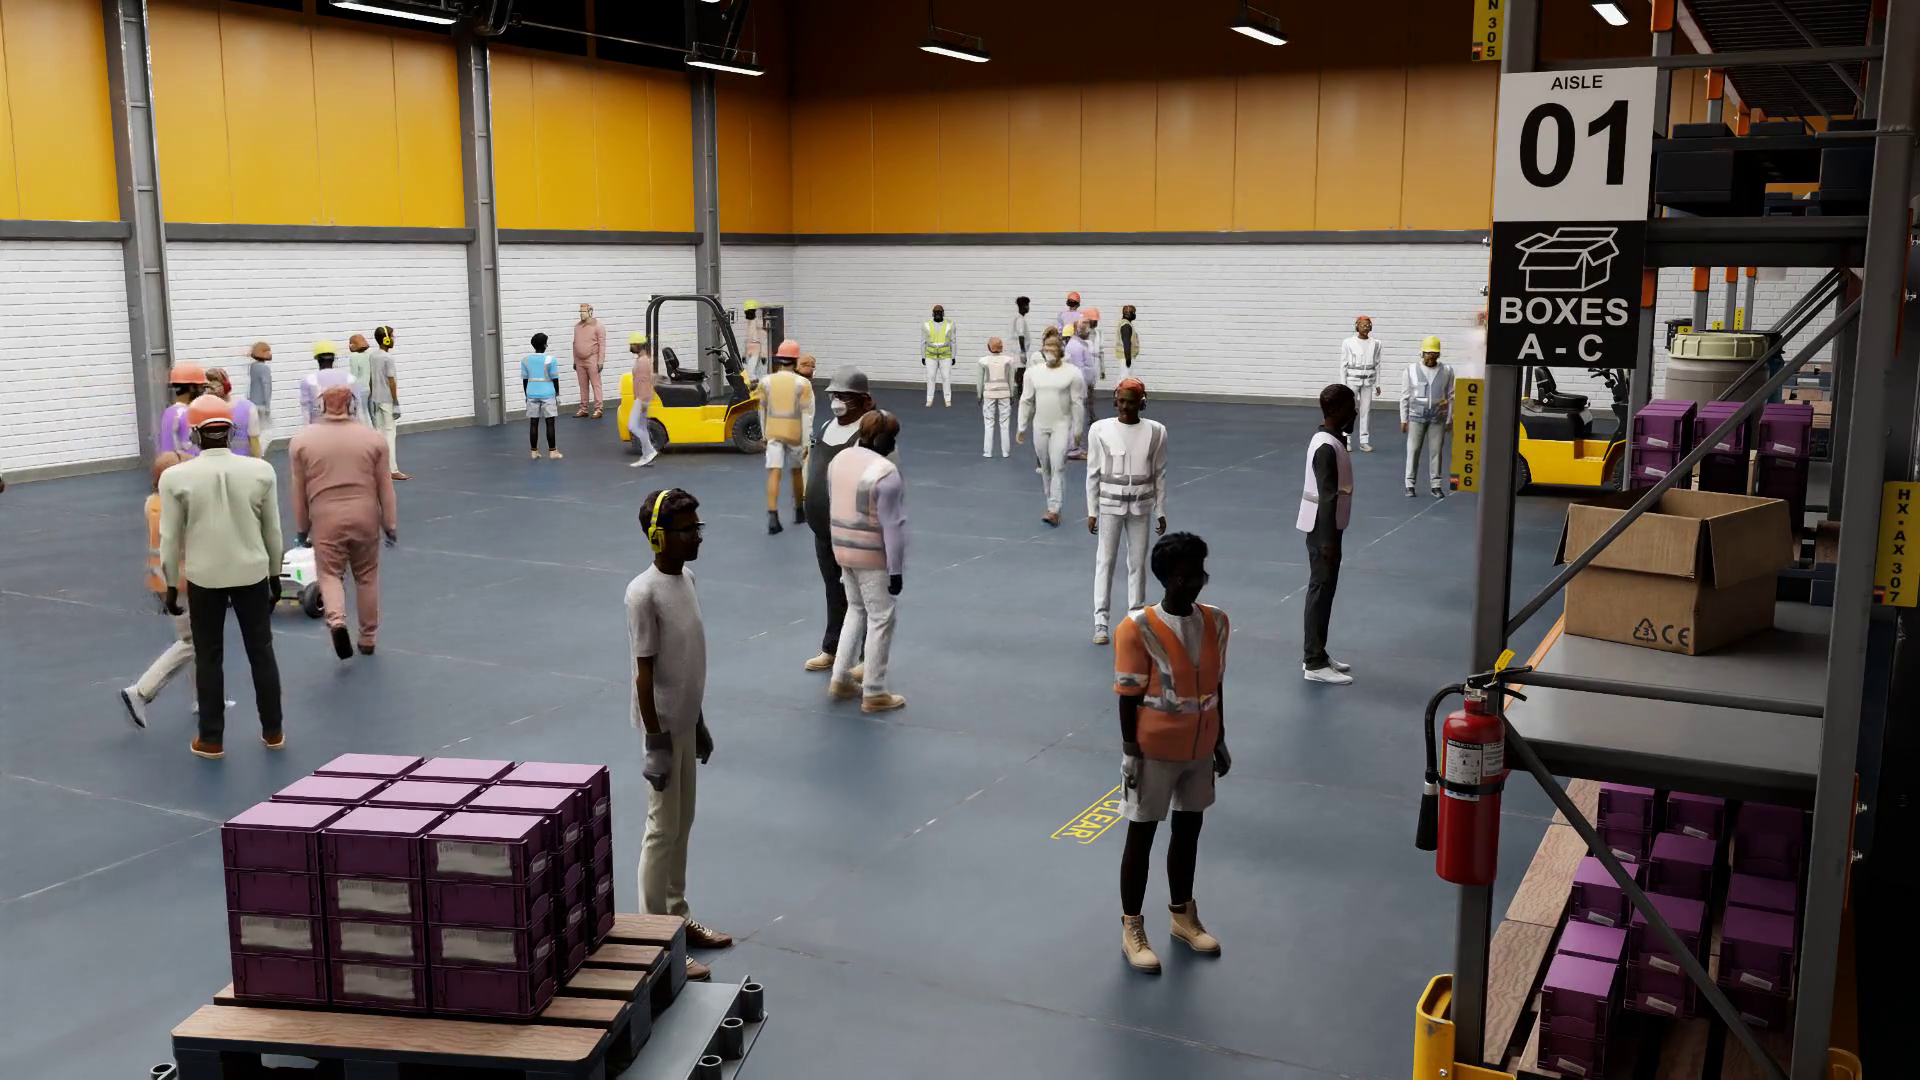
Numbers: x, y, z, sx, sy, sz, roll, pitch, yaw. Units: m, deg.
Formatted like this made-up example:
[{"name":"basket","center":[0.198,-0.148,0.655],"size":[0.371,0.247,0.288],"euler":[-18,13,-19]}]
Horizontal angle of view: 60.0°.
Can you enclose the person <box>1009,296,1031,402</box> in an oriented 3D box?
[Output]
[{"name":"person","center":[1.095,-3.529,30.756],"size":[0.471,1.969,0.637],"euler":[0,10,-1]}]

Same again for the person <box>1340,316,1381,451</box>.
[{"name":"person","center":[5.552,-2.162,23.049],"size":[0.573,1.883,0.355],"euler":[-1,10,-7]}]

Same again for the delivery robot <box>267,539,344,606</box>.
[{"name":"delivery robot","center":[-5.031,0.234,12.747],"size":[0.477,0.478,0.707],"euler":[1,10,7]}]

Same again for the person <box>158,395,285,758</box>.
[{"name":"person","center":[-4.052,0.194,9.150],"size":[0.631,1.981,0.434],"euler":[-7,12,-34]}]

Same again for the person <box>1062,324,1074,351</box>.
[{"name":"person","center":[1.536,-2.149,23.357],"size":[0.527,1.758,0.362],"euler":[1,10,5]}]

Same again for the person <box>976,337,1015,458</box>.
[{"name":"person","center":[0.480,-1.907,22.299],"size":[0.518,1.632,0.325],"euler":[0,10,-3]}]

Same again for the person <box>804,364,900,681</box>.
[{"name":"person","center":[-0.746,-0.119,10.761],"size":[0.682,2.000,0.537],"euler":[9,14,44]}]

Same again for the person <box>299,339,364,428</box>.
[{"name":"person","center":[-6.305,-1.089,16.864],"size":[0.738,1.887,0.519],"euler":[-9,13,-41]}]

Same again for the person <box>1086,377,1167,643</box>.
[{"name":"person","center":[1.170,-0.206,11.720],"size":[0.573,1.885,0.357],"euler":[-1,10,-4]}]

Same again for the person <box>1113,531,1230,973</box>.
[{"name":"person","center":[0.823,0.802,6.422],"size":[0.532,1.698,0.319],"euler":[-6,11,-31]}]

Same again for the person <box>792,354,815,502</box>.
[{"name":"person","center":[-1.720,-1.234,18.397],"size":[0.278,1.633,0.497],"euler":[-3,10,-17]}]

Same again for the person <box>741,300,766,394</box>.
[{"name":"person","center":[-3.768,-3.351,29.846],"size":[0.624,1.906,0.611],"euler":[-6,11,-31]}]

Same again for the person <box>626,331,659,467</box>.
[{"name":"person","center":[-4.103,-1.786,21.245],"size":[0.371,1.755,0.557],"euler":[-3,10,-16]}]

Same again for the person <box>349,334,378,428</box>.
[{"name":"person","center":[-8.292,-2.048,23.148],"size":[0.300,1.628,0.500],"euler":[4,10,20]}]

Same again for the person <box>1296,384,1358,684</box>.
[{"name":"person","center":[2.365,-0.050,10.718],"size":[0.392,1.919,0.591],"euler":[2,10,12]}]

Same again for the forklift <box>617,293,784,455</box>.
[{"name":"forklift","center":[-3.588,-2.317,23.042],"size":[2.313,2.155,1.214],"euler":[-1,10,-5]}]

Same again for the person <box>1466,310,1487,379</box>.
[{"name":"person","center":[7.781,-2.468,24.793],"size":[0.413,1.896,0.642],"euler":[0,10,-2]}]

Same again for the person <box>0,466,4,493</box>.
[{"name":"person","center":[-7.969,-0.516,13.157],"size":[0.610,2.012,0.889],"euler":[-3,10,-15]}]

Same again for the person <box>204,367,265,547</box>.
[{"name":"person","center":[-6.220,-0.566,14.056],"size":[0.720,1.809,0.485],"euler":[2,10,9]}]

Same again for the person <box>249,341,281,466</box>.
[{"name":"person","center":[-8.925,-1.728,21.299],"size":[0.507,1.623,0.357],"euler":[9,13,41]}]

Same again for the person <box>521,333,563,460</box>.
[{"name":"person","center":[-5.553,-1.900,22.083],"size":[0.531,1.692,0.320],"euler":[2,10,10]}]

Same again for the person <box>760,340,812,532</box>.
[{"name":"person","center":[-1.738,-1.044,16.560],"size":[0.555,1.893,0.986],"euler":[1,10,7]}]

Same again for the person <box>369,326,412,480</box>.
[{"name":"person","center":[-6.945,-1.655,20.146],"size":[0.521,1.873,0.336],"euler":[9,13,41]}]

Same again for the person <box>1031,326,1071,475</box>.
[{"name":"person","center":[1.127,-1.729,20.650],"size":[0.517,1.843,0.326],"euler":[0,10,-1]}]

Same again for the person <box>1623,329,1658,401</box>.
[{"name":"person","center":[9.350,-2.114,23.012],"size":[0.632,1.814,0.453],"euler":[-7,12,-34]}]

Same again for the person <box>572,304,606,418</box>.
[{"name":"person","center":[-6.202,-2.977,27.699],"size":[0.639,1.908,0.409],"euler":[5,11,26]}]

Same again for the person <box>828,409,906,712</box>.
[{"name":"person","center":[-0.546,0.121,10.037],"size":[0.429,1.818,0.661],"euler":[-8,12,-38]}]

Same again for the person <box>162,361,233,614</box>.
[{"name":"person","center":[-5.835,-0.400,12.726],"size":[0.704,1.919,0.597],"euler":[-9,13,-43]}]

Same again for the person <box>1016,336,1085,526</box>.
[{"name":"person","center":[0.886,-1.095,16.830],"size":[0.645,1.905,0.863],"euler":[4,11,24]}]

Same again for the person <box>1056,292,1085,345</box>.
[{"name":"person","center":[2.054,-3.485,30.243],"size":[0.608,2.045,0.391],"euler":[3,10,17]}]

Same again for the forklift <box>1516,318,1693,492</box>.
[{"name":"forklift","center":[7.066,-1.601,18.899],"size":[2.313,2.155,1.214],"euler":[5,11,27]}]

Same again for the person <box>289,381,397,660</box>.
[{"name":"person","center":[-4.124,-0.114,11.175],"size":[0.664,1.887,0.623],"euler":[-5,11,-25]}]

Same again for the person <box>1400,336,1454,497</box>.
[{"name":"person","center":[5.246,-1.381,18.702],"size":[0.589,1.824,0.403],"euler":[1,10,8]}]

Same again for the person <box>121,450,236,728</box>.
[{"name":"person","center":[-4.590,0.282,9.686],"size":[0.530,1.613,0.698],"euler":[8,12,38]}]

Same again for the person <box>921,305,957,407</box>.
[{"name":"person","center":[-0.386,-3.278,29.690],"size":[0.643,1.831,0.431],"euler":[0,10,3]}]

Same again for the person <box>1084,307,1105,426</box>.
[{"name":"person","center":[2.013,-2.774,26.589],"size":[0.552,1.899,0.954],"euler":[-6,12,-33]}]

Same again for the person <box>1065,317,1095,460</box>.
[{"name":"person","center":[1.599,-2.014,22.142],"size":[0.400,1.903,0.672],"euler":[1,10,7]}]

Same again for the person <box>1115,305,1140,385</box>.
[{"name":"person","center":[2.940,-3.202,29.191],"size":[0.429,1.841,0.634],"euler":[0,10,0]}]

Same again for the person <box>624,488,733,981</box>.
[{"name":"person","center":[-1.081,0.727,6.360],"size":[0.328,1.872,0.513],"euler":[2,10,9]}]
